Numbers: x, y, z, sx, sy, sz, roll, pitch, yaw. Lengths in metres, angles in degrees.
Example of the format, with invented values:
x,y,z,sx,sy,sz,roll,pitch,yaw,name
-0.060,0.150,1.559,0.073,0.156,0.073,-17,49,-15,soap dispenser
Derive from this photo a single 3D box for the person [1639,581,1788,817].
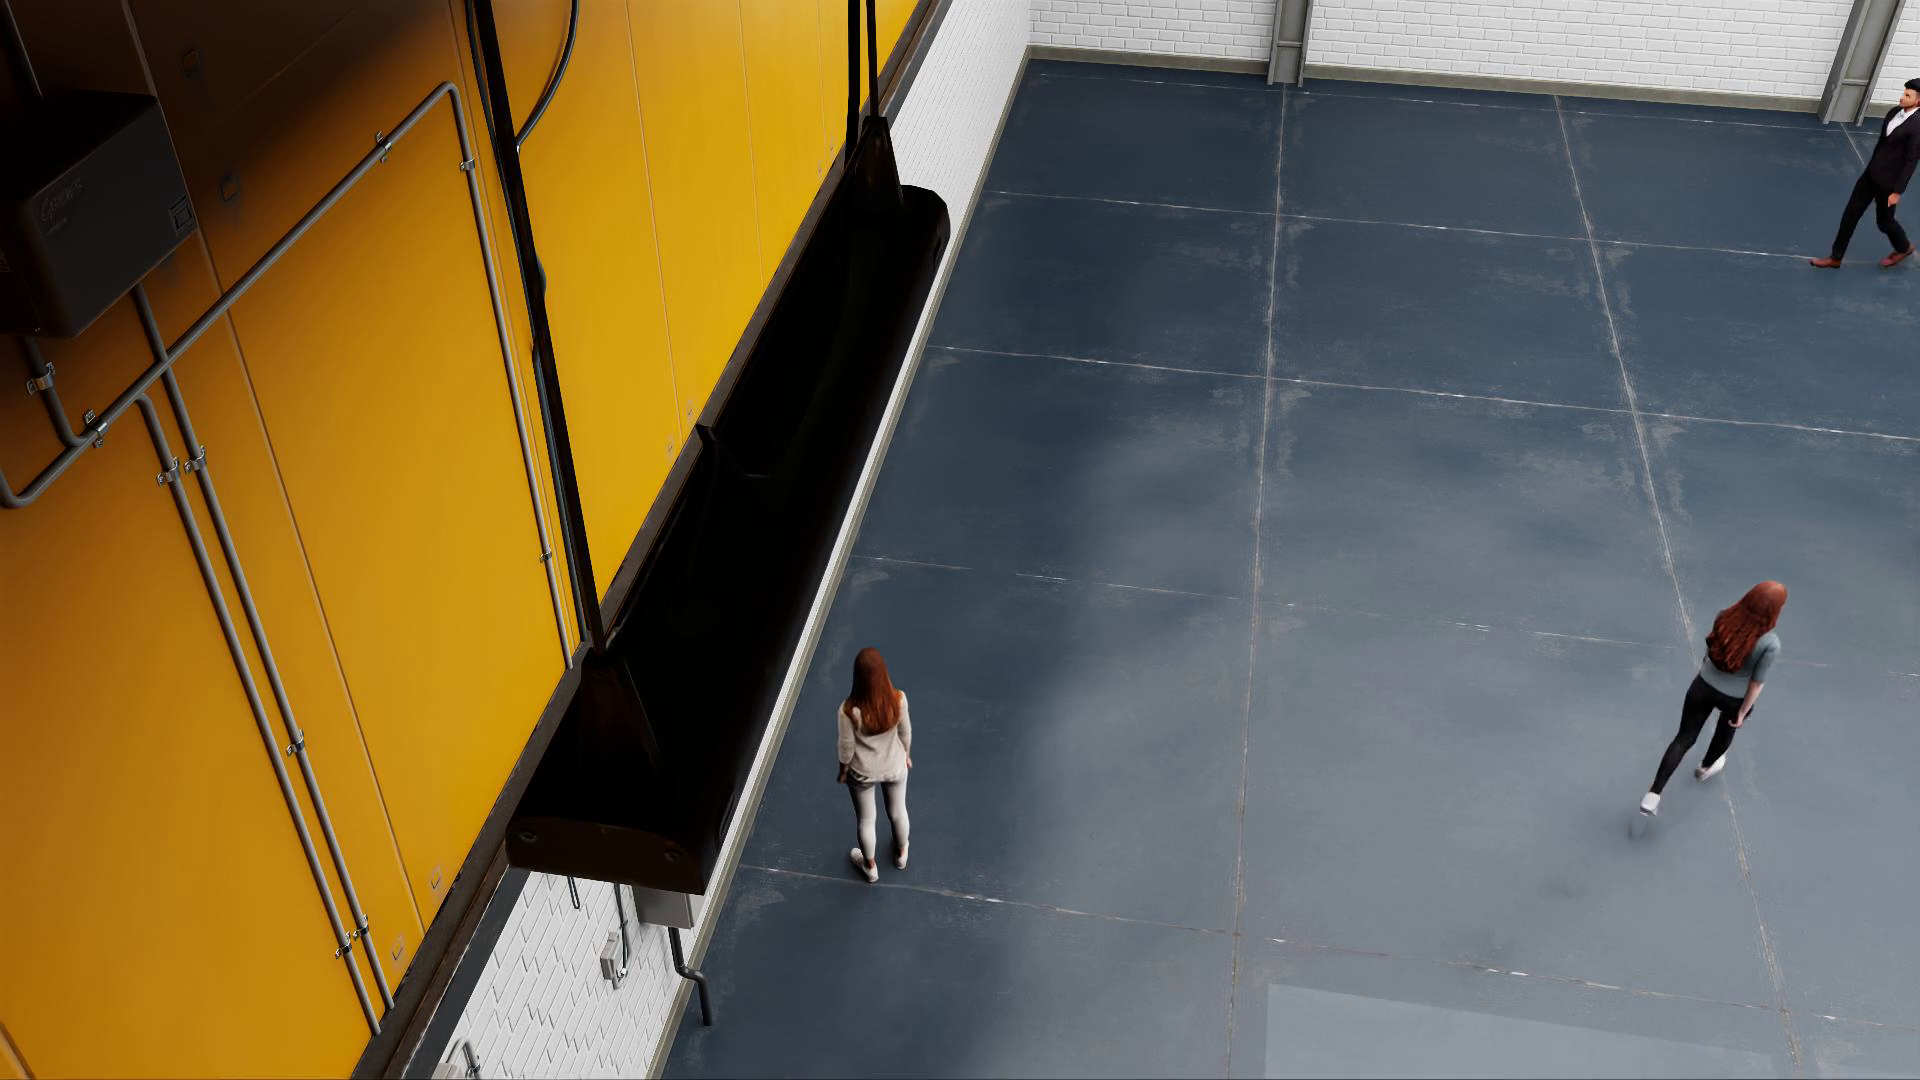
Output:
x,y,z,sx,sy,sz,roll,pitch,yaw,name
4.452,0.966,9.860,1.100,1.706,1.134,-29,47,-31,person

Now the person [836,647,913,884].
x,y,z,sx,sy,sz,roll,pitch,yaw,name
-0.470,1.288,9.451,0.645,1.713,0.752,-12,40,-14,person

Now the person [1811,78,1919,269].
x,y,z,sx,sy,sz,roll,pitch,yaw,name
8.461,-3.270,15.046,1.246,1.854,0.922,-4,39,-5,person
